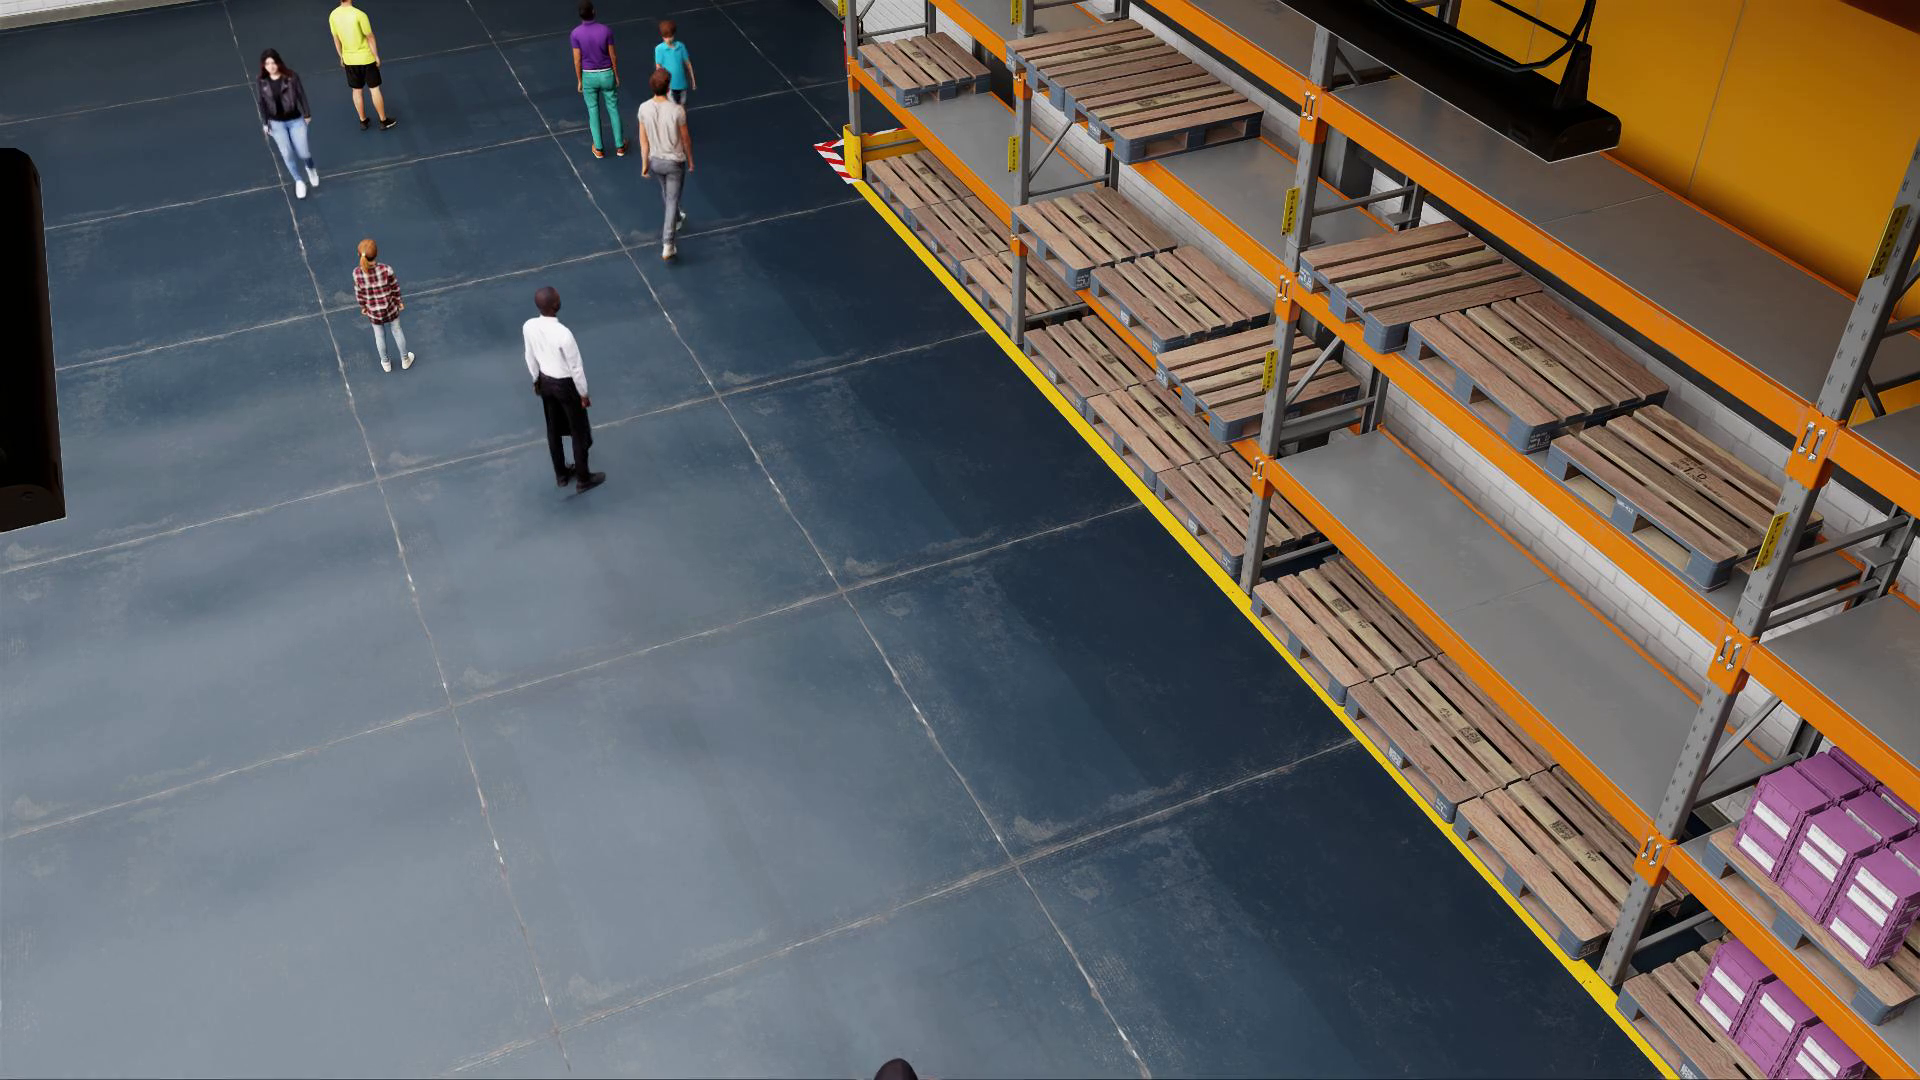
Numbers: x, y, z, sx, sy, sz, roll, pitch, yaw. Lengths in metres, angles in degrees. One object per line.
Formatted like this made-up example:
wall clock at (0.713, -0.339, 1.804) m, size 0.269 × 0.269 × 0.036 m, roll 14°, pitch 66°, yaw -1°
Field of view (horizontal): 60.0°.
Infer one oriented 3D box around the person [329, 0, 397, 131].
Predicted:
person at (-6.824, -5.491, 18.868) m, size 0.706 × 1.708 × 0.716 m, roll 4°, pitch 39°, yaw 5°

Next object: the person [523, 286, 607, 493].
person at (-3.225, -1.213, 13.409) m, size 0.692 × 1.835 × 0.775 m, roll 16°, pitch 41°, yaw 19°

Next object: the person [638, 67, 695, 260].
person at (-2.917, -3.687, 16.501) m, size 1.108 × 1.843 × 1.301 m, roll 5°, pitch 39°, yaw 7°

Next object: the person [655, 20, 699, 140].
person at (-3.242, -5.173, 18.690) m, size 0.579 × 1.434 × 0.647 m, roll -23°, pitch 44°, yaw -26°

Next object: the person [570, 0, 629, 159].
person at (-3.980, -5.075, 18.300) m, size 0.666 × 1.767 × 0.616 m, roll -8°, pitch 39°, yaw -10°

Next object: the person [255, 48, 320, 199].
person at (-7.134, -4.456, 17.639) m, size 0.703 × 1.624 × 0.712 m, roll -8°, pitch 39°, yaw -10°

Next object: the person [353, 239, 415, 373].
person at (-5.209, -2.115, 14.965) m, size 0.569 × 1.302 × 0.561 m, roll -9°, pitch 40°, yaw -11°
